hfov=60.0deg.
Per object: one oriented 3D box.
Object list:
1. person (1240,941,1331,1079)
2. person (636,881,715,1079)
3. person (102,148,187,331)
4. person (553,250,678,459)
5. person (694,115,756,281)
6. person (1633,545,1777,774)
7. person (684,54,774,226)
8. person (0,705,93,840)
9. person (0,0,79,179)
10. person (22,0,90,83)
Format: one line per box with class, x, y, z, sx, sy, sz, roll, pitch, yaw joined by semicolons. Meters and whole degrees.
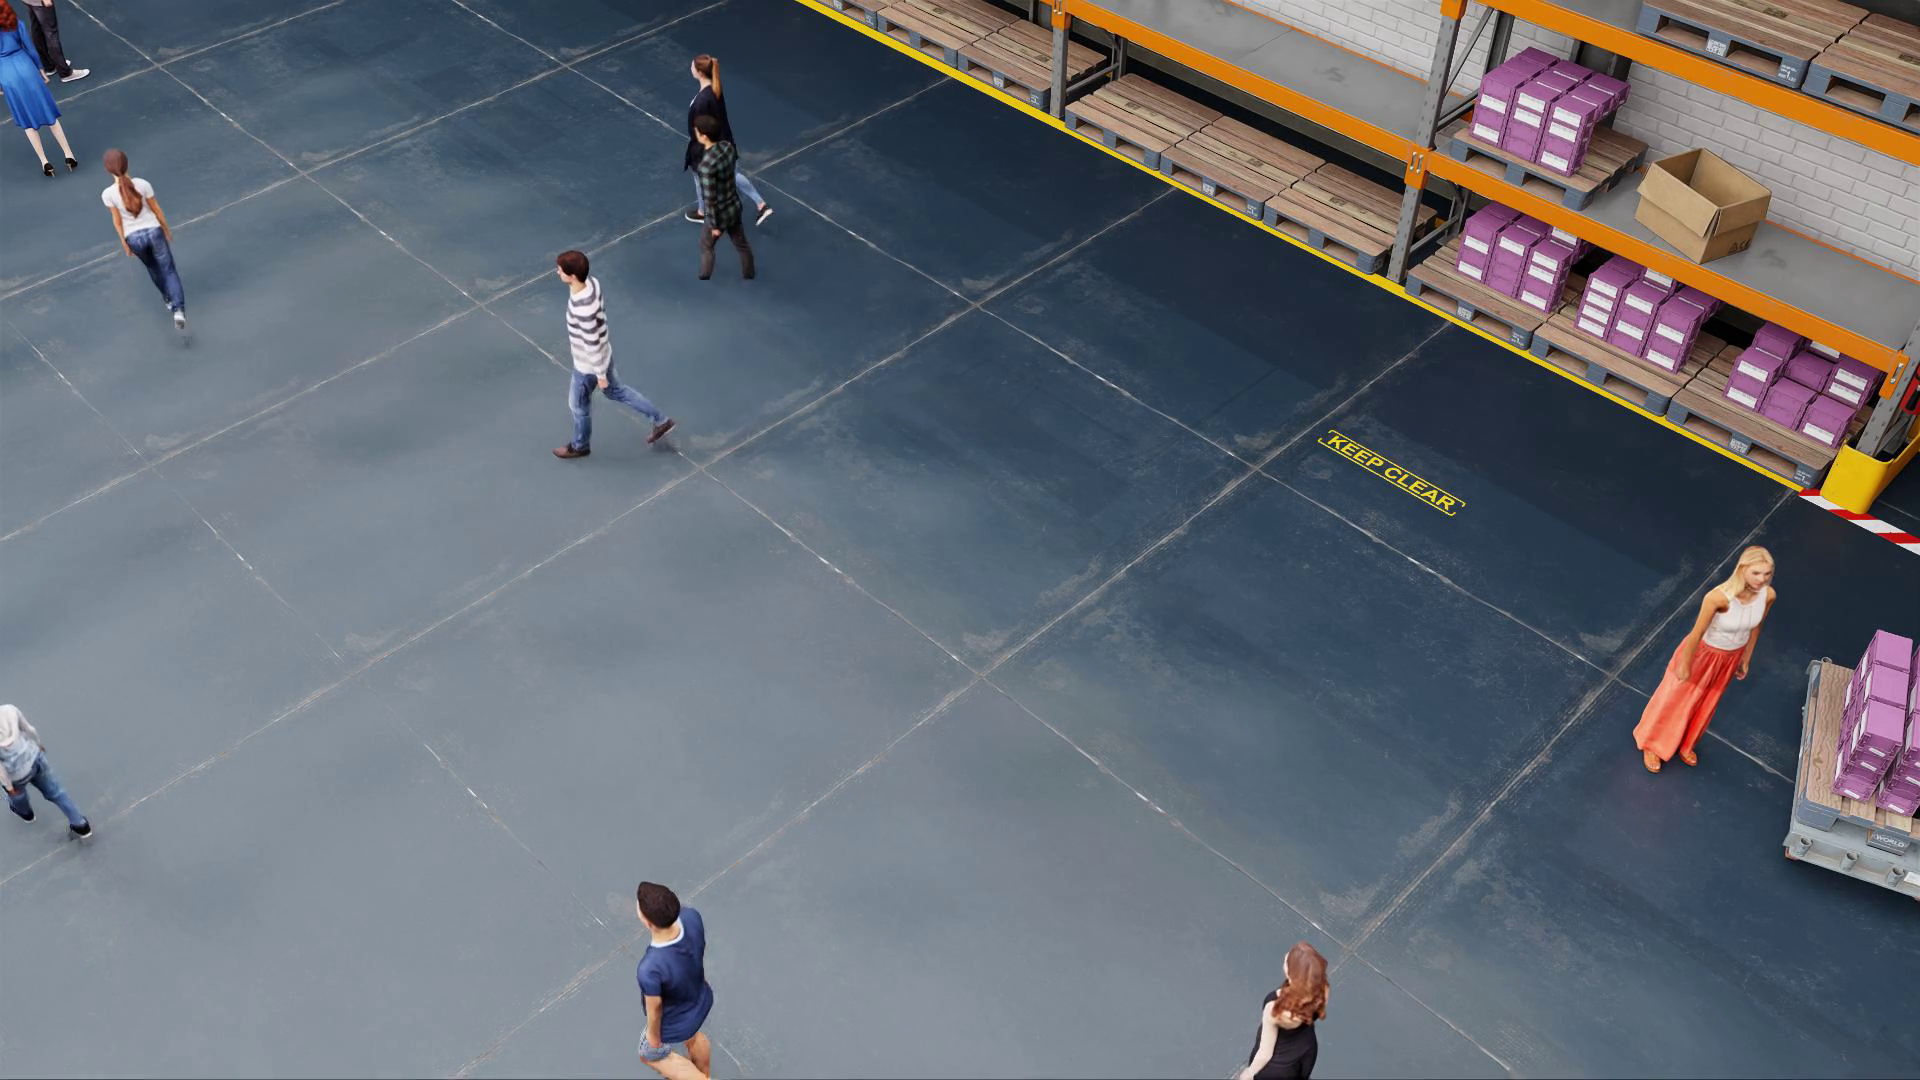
person;1.606;2.538;8.188;0.621;1.745;0.554;-26;50;-25
person;-1.346;2.355;8.315;0.834;1.836;0.760;18;46;18
person;-6.619;-2.424;13.547;0.765;1.537;1.077;-18;46;-18
person;-2.592;-1.340;12.208;1.208;1.815;1.183;-2;44;-2
person;-1.945;-2.788;14.049;0.988;1.693;0.864;20;47;20
person;4.543;0.708;10.067;0.728;1.802;0.760;-7;44;-7
person;-2.066;-3.436;14.523;1.171;1.657;0.933;14;45;14
person;-5.513;1.341;9.813;0.927;1.236;0.640;22;48;22
person;-8.558;-4.164;15.165;0.653;1.824;0.636;-25;49;-24
person;-9.247;-5.483;16.528;0.515;1.855;0.764;28;50;26
